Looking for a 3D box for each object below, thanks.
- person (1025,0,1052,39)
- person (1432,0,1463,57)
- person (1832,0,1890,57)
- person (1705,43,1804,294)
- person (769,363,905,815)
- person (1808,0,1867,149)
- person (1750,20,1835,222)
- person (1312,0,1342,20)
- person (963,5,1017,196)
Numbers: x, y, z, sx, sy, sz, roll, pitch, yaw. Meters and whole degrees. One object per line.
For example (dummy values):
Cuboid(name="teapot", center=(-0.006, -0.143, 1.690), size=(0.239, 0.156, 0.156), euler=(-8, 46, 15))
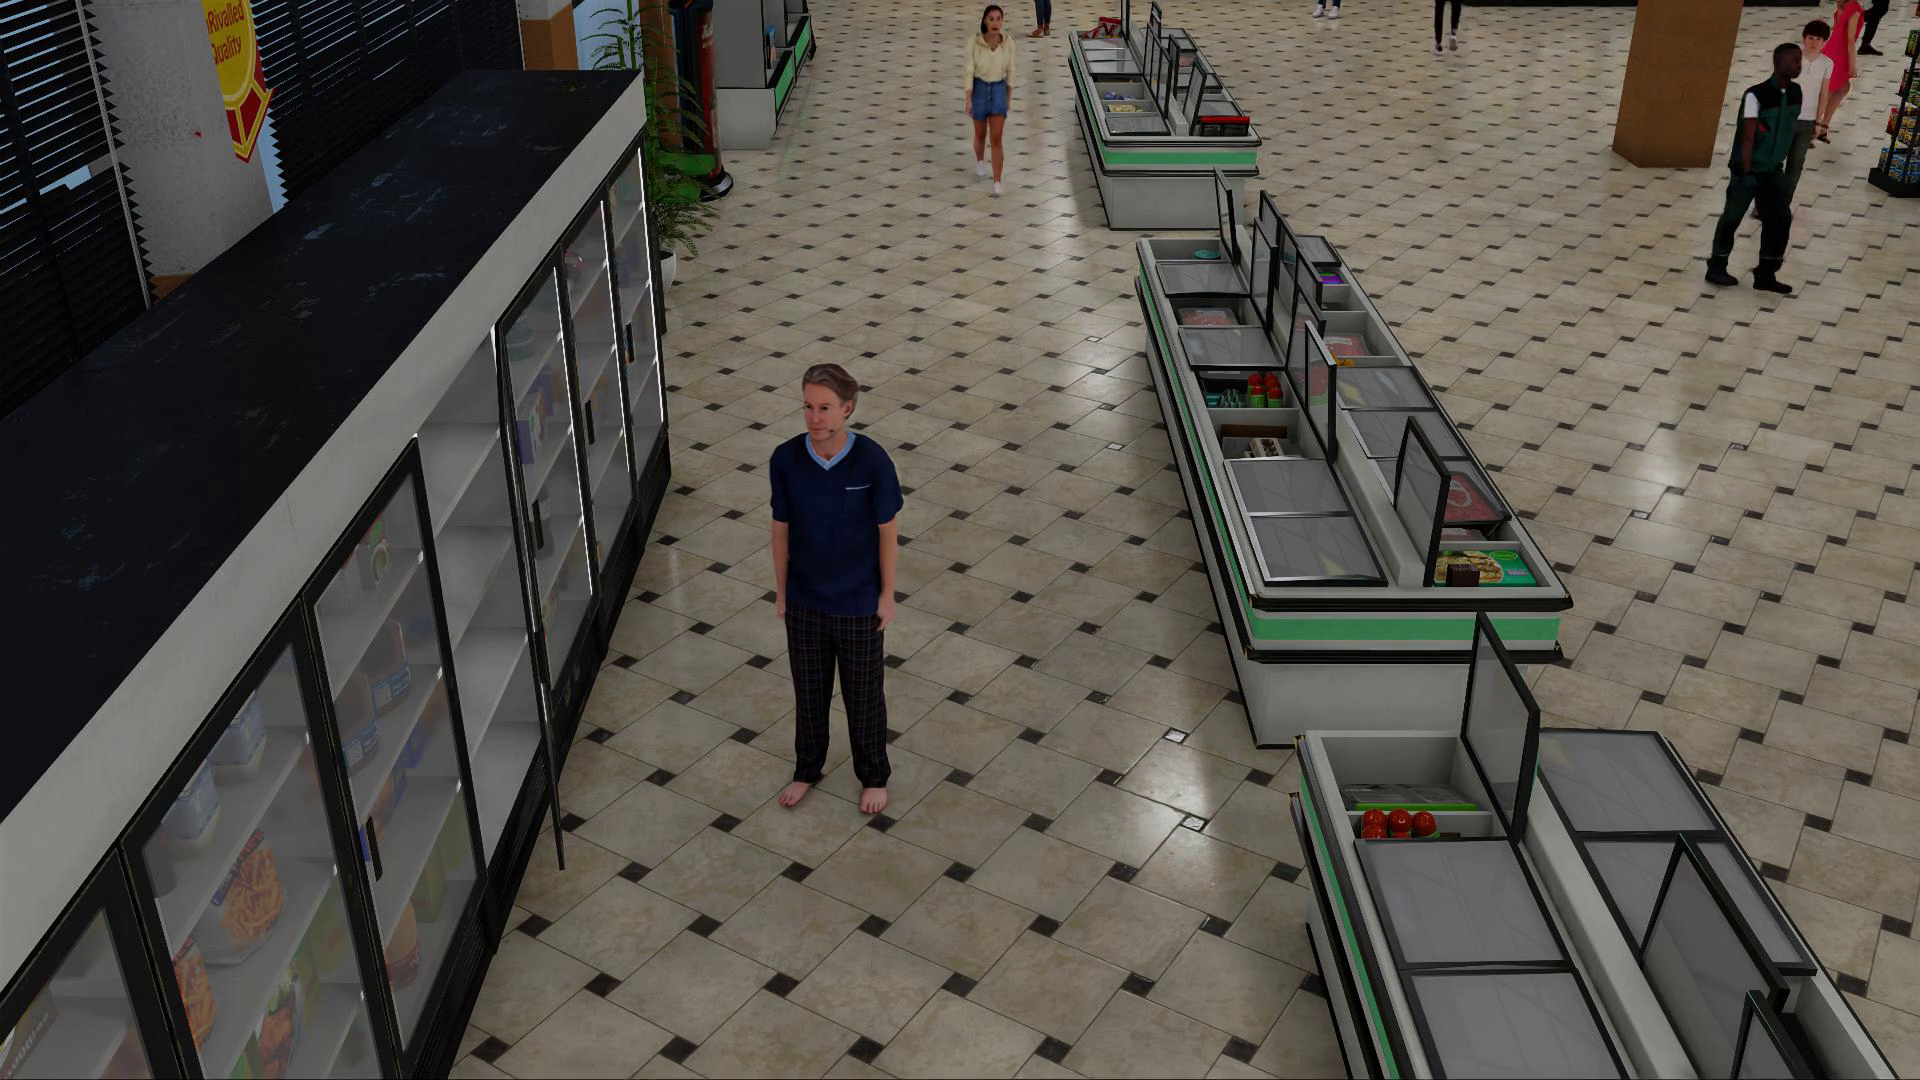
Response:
Cuboid(name="person", center=(1.055, -7.501, 21.707), size=(0.731, 1.792, 0.636), euler=(17, 32, 30))
Cuboid(name="person", center=(6.028, -6.829, 20.383), size=(0.636, 1.790, 0.846), euler=(2, 27, 4))
Cuboid(name="person", center=(11.263, -6.903, 20.511), size=(0.950, 1.806, 0.946), euler=(13, 30, 24))
Cuboid(name="person", center=(5.828, -2.754, 12.319), size=(0.863, 1.816, 1.008), euler=(-9, 28, -17))
Cuboid(name="person", center=(-0.487, 0.202, 6.428), size=(0.691, 1.872, 0.589), euler=(4, 27, 8))
Cuboid(name="person", center=(8.467, -4.699, 16.269), size=(0.731, 1.712, 0.648), euler=(6, 28, 12))
Cuboid(name="person", center=(7.060, -3.545, 14.058), size=(0.637, 1.654, 0.636), euler=(8, 28, 16))
Cuboid(name="person", center=(5.161, -8.187, 22.980), size=(0.777, 1.864, 0.816), euler=(21, 34, 35))
Cuboid(name="person", center=(0.238, -3.966, 14.960), size=(0.653, 1.589, 1.128), euler=(-1, 27, -3))
